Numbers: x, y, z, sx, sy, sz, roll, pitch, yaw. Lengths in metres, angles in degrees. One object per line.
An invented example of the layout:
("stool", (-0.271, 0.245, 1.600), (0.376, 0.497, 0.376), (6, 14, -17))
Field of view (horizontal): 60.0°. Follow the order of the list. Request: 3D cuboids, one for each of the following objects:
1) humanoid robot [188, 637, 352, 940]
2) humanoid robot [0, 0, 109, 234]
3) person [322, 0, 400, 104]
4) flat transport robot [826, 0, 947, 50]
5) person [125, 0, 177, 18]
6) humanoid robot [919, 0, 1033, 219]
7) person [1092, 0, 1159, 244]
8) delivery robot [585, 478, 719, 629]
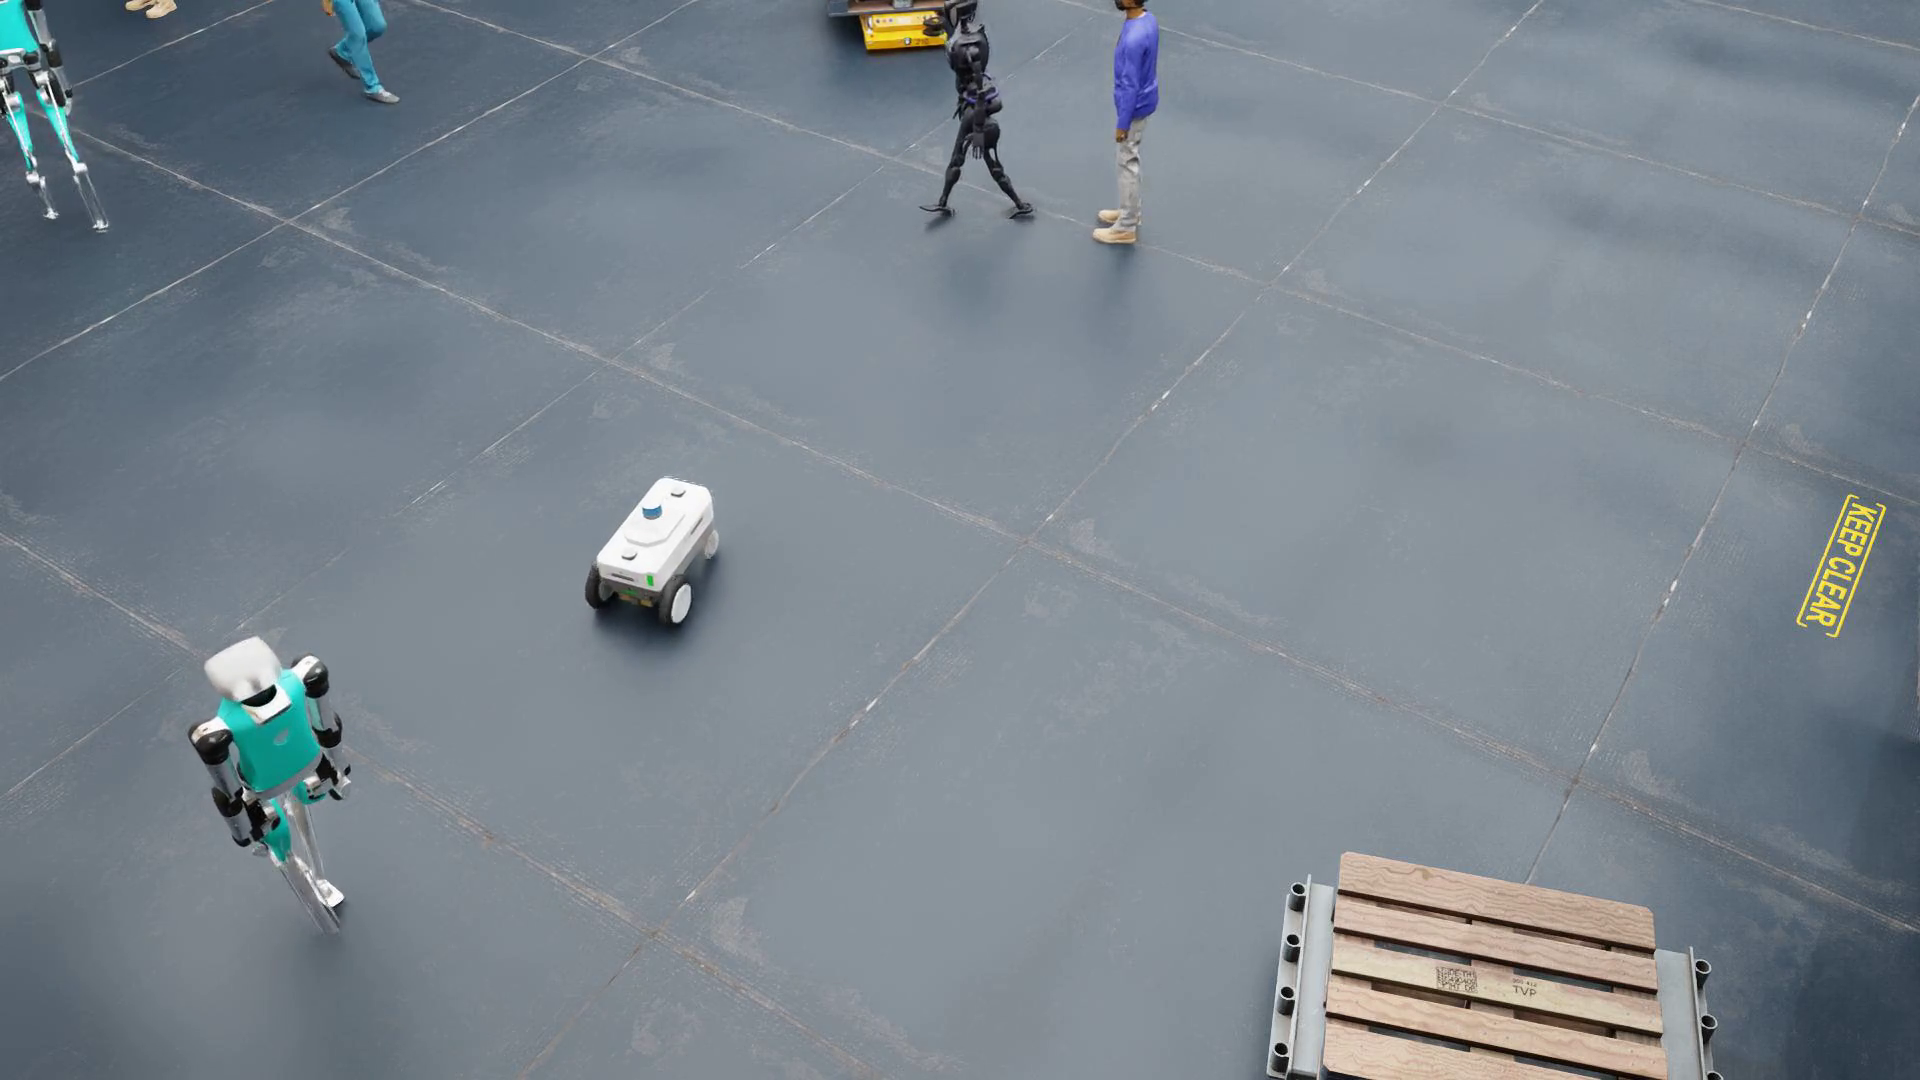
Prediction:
("humanoid robot", (-2.754, 0.973, 6.628), (0.810, 1.818, 0.532), (29, 49, 28))
("humanoid robot", (-6.062, -2.781, 10.826), (0.530, 1.809, 0.800), (-13, 43, -14))
("person", (-4.547, -4.095, 12.194), (0.531, 1.830, 0.560), (14, 44, 15))
("flat transport robot", (-0.533, -4.467, 13.778), (0.659, 0.231, 1.431), (-6, 42, -7))
("person", (-6.749, -5.076, 13.357), (0.494, 1.735, 0.309), (25, 48, 26))
("humanoid robot", (0.110, -2.818, 10.913), (0.790, 1.624, 0.584), (-10, 43, -11))
("person", (1.081, -2.797, 10.720), (0.374, 1.862, 0.467), (9, 43, 10))
("delivery robot", (-1.555, 0.049, 8.521), (0.499, 0.610, 0.814), (14, 44, 15))
